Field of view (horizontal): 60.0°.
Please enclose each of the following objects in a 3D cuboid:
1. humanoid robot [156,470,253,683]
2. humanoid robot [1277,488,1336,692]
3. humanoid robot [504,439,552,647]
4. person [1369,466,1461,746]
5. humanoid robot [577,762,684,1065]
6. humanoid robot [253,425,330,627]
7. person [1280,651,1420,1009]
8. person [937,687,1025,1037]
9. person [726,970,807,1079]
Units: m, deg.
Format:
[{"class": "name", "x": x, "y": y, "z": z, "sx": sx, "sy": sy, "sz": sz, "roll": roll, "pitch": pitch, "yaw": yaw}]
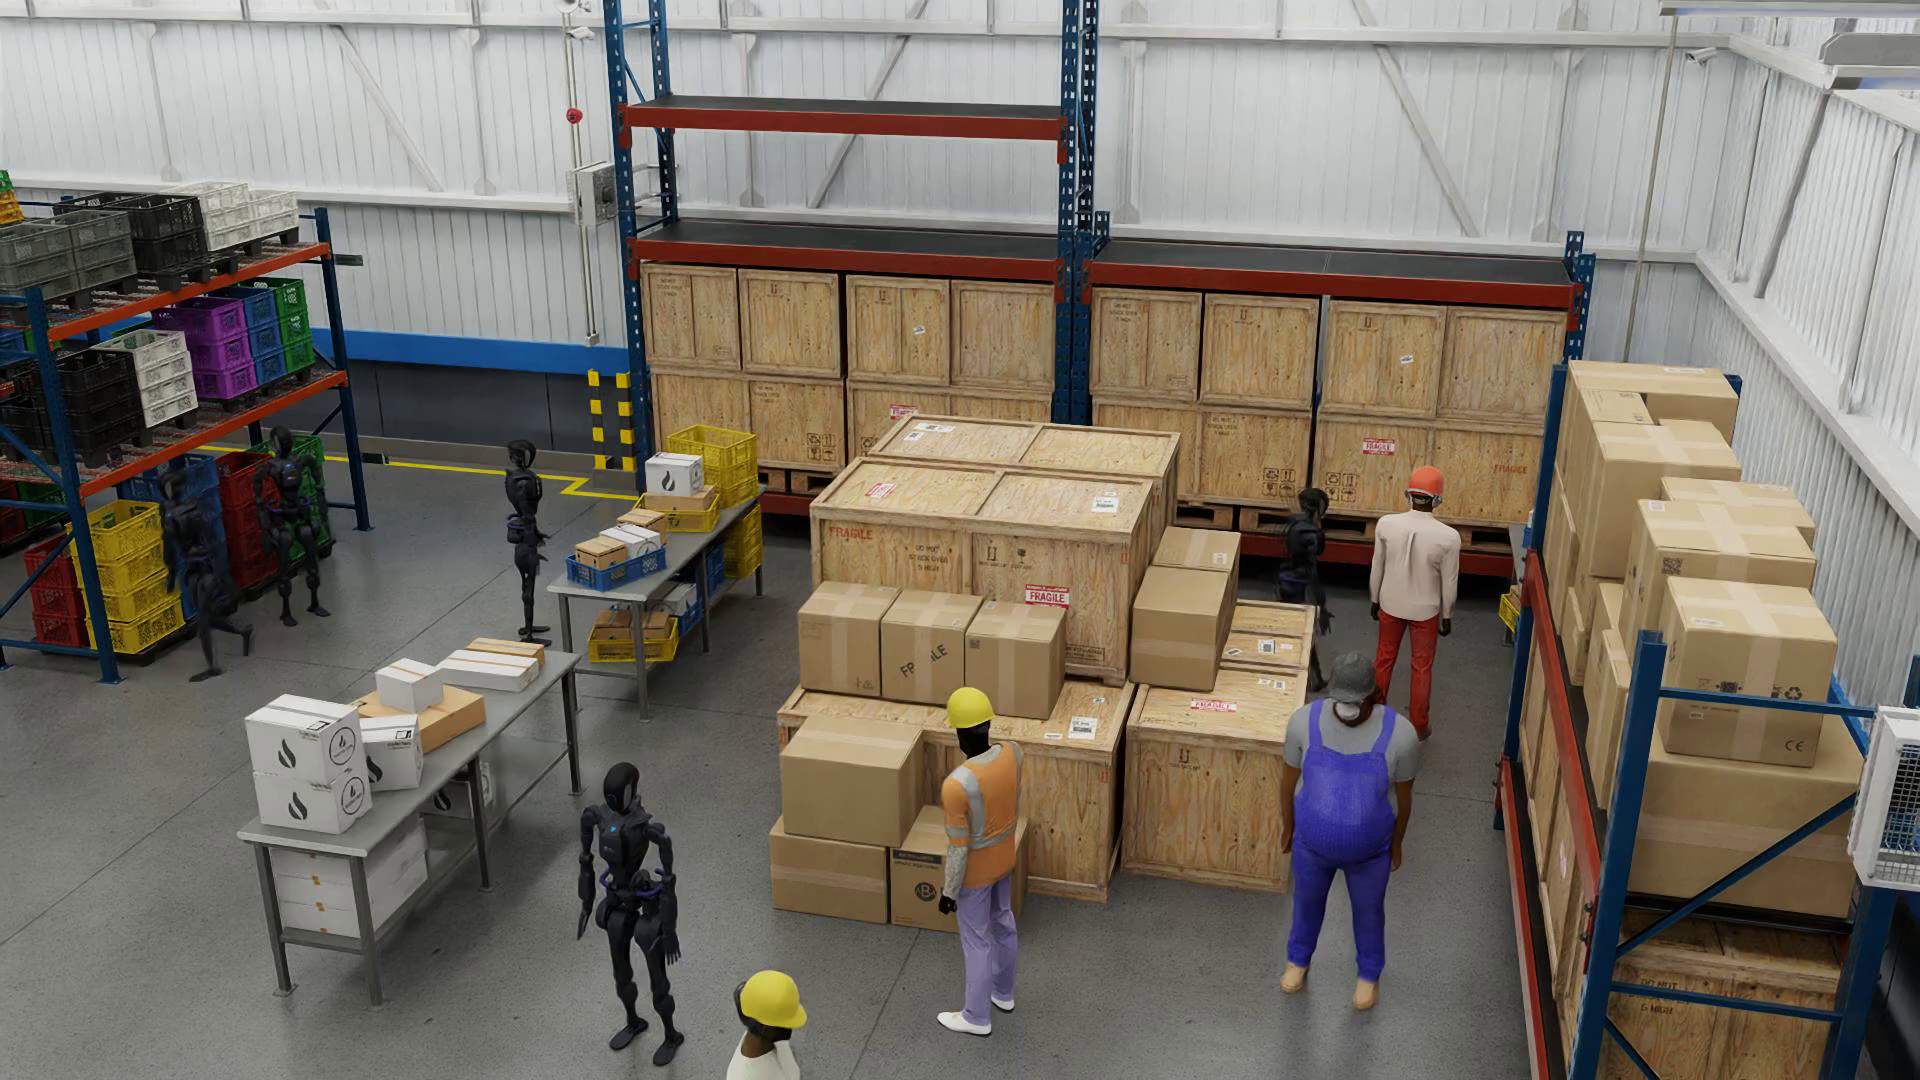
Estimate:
[{"class": "humanoid robot", "x": -5.677, "y": 0.211, "z": 12.549, "sx": 0.600, "sy": 1.637, "sz": 0.585, "roll": 16, "pitch": 26, "yaw": 35}, {"class": "humanoid robot", "x": 2.512, "y": 0.400, "z": 12.068, "sx": 0.699, "sy": 1.627, "sz": 0.599, "roll": 3, "pitch": 21, "yaw": 7}, {"class": "humanoid robot", "x": -3.375, "y": 0.003, "z": 13.051, "sx": 0.332, "sy": 1.653, "sz": 0.599, "roll": -5, "pitch": 21, "yaw": -12}, {"class": "person", "x": 3.122, "y": 0.446, "z": 11.484, "sx": 0.608, "sy": 1.985, "sz": 0.412, "roll": 13, "pitch": 25, "yaw": 31}, {"class": "humanoid robot", "x": -1.632, "y": 1.839, "z": 8.258, "sx": 0.574, "sy": 1.651, "sz": 0.333, "roll": 10, "pitch": 23, "yaw": 23}, {"class": "humanoid robot", "x": -5.361, "y": -0.123, "z": 13.383, "sx": 0.562, "sy": 1.654, "sz": 0.356, "roll": -17, "pitch": 27, "yaw": -38}, {"class": "person", "x": 1.979, "y": 1.506, "z": 8.628, "sx": 0.684, "sy": 2.000, "sz": 0.538, "roll": 7, "pitch": 22, "yaw": 18}, {"class": "person", "x": 0.085, "y": 1.638, "z": 8.456, "sx": 0.387, "sy": 1.915, "sz": 0.585, "roll": 15, "pitch": 26, "yaw": 35}, {"class": "person", "x": -0.742, "y": 2.451, "z": 6.545, "sx": 0.323, "sy": 1.760, "sz": 0.523, "roll": 3, "pitch": 21, "yaw": 8}]
